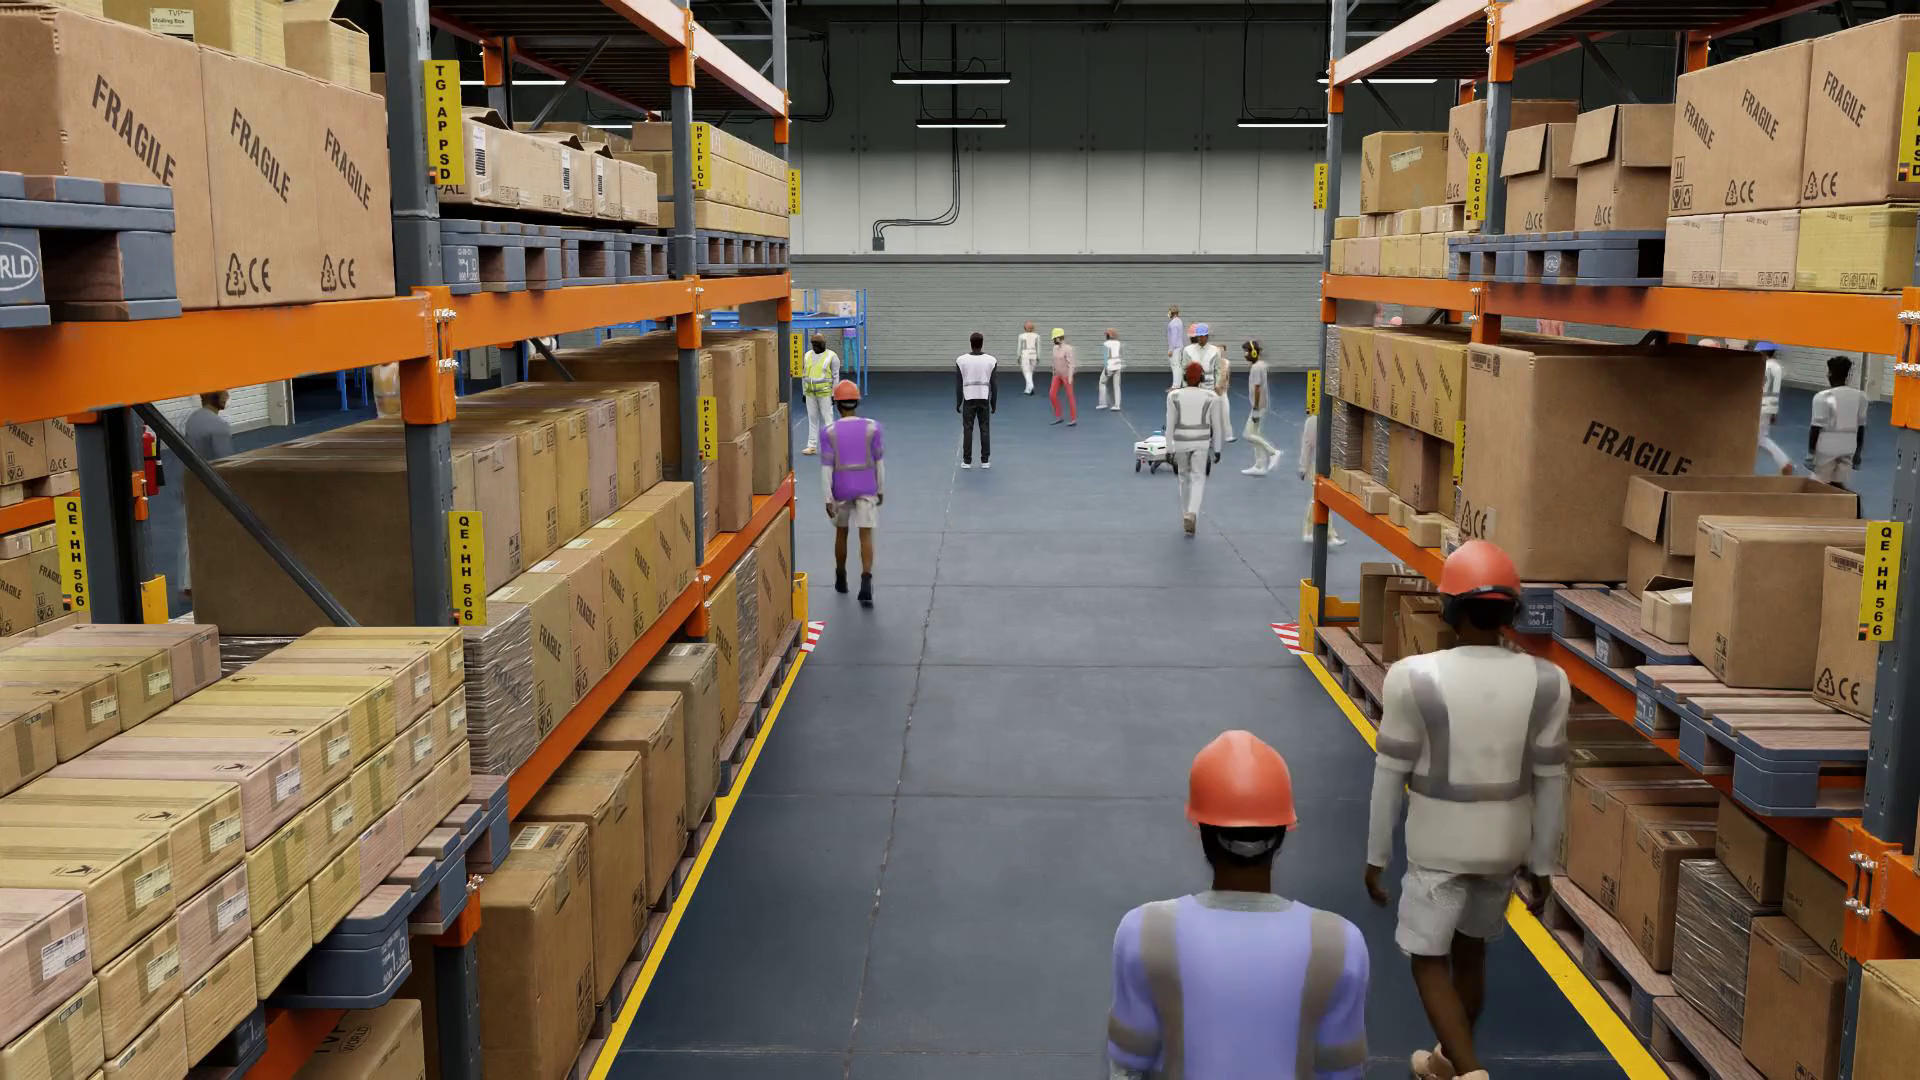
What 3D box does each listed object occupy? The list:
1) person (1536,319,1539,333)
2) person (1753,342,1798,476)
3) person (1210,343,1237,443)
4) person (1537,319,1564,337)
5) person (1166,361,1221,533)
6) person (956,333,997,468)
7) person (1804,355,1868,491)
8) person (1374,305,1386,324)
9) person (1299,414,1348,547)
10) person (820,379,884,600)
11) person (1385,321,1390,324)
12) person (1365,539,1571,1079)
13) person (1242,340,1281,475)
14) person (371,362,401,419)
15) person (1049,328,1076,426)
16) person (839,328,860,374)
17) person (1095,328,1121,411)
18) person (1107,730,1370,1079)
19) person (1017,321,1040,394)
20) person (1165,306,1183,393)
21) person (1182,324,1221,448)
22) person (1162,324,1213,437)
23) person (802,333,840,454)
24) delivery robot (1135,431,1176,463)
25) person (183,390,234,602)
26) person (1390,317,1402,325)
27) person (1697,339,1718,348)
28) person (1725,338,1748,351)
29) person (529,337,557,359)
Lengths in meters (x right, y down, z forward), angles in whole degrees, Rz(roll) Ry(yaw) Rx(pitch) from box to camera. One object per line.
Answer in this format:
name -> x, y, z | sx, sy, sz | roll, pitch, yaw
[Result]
person -> 14.677, -5.002, 41.448 | 0.629, 1.987, 1.039 | 2, 10, 14
person -> 10.709, -1.727, 22.047 | 0.876, 1.923, 0.601 | 9, 13, 43
person -> 4.159, -2.350, 26.745 | 0.523, 1.602, 0.821 | -3, 10, -19
person -> 13.824, -4.581, 38.917 | 0.608, 1.996, 0.381 | 6, 11, 34
person -> 2.516, -1.011, 17.988 | 0.586, 1.851, 0.935 | 2, 10, 12
person -> 0.238, -1.974, 23.565 | 0.589, 1.914, 0.377 | -1, 10, -7
person -> 9.066, -0.932, 17.209 | 0.604, 1.951, 0.470 | -2, 10, -12
person -> 9.984, -4.704, 39.976 | 0.765, 1.887, 0.644 | -4, 10, -22
person -> 3.785, -0.726, 16.995 | 0.525, 1.603, 0.735 | -8, 12, -38
person -> -0.931, -0.441, 14.416 | 0.556, 1.904, 0.933 | -1, 10, -5
person -> 7.556, -2.884, 29.054 | 0.607, 1.891, 0.680 | -7, 12, -35
person -> 1.661, 1.007, 5.398 | 0.620, 2.016, 0.869 | -1, 9, -4
person -> 4.075, -1.791, 22.643 | 0.526, 1.843, 0.630 | 2, 10, 11
person -> -7.608, -1.745, 22.271 | 0.563, 1.896, 0.981 | 2, 10, 12
person -> 1.809, -2.899, 29.641 | 0.630, 1.724, 0.631 | -7, 12, -37
person -> -2.889, -5.276, 43.528 | 0.563, 1.847, 0.390 | -4, 10, -20
person -> 2.927, -3.357, 32.718 | 0.508, 1.613, 0.657 | -7, 12, -37
person -> 0.581, 1.370, 3.539 | 0.543, 1.917, 0.692 | 1, 10, 7
person -> 1.528, -4.000, 36.578 | 0.521, 1.618, 0.709 | -4, 10, -20
person -> 4.794, -4.259, 37.164 | 0.375, 1.939, 0.628 | 4, 10, 20
person -> 3.778, -2.415, 26.083 | 0.605, 1.949, 0.402 | 1, 10, 6
person -> 3.877, -2.632, 27.606 | 0.992, 1.874, 0.568 | -5, 11, -28
person -> -2.131, -2.204, 25.163 | 0.619, 1.838, 0.430 | 5, 11, 26
delivery robot -> 2.766, -1.284, 23.325 | 0.477, 0.478, 0.707 | 9, 13, 43
person -> -6.390, -0.450, 14.468 | 0.954, 1.893, 0.658 | -9, 13, -43
person -> 7.306, -2.756, 27.986 | 0.622, 1.993, 0.383 | -2, 10, -12
person -> 9.171, -1.463, 20.303 | 0.635, 1.978, 0.659 | -8, 12, -39
person -> 18.973, -4.808, 40.547 | 0.407, 1.906, 0.655 | -4, 10, -21
person -> -7.621, -3.084, 30.525 | 0.535, 1.795, 0.967 | -4, 10, -24
